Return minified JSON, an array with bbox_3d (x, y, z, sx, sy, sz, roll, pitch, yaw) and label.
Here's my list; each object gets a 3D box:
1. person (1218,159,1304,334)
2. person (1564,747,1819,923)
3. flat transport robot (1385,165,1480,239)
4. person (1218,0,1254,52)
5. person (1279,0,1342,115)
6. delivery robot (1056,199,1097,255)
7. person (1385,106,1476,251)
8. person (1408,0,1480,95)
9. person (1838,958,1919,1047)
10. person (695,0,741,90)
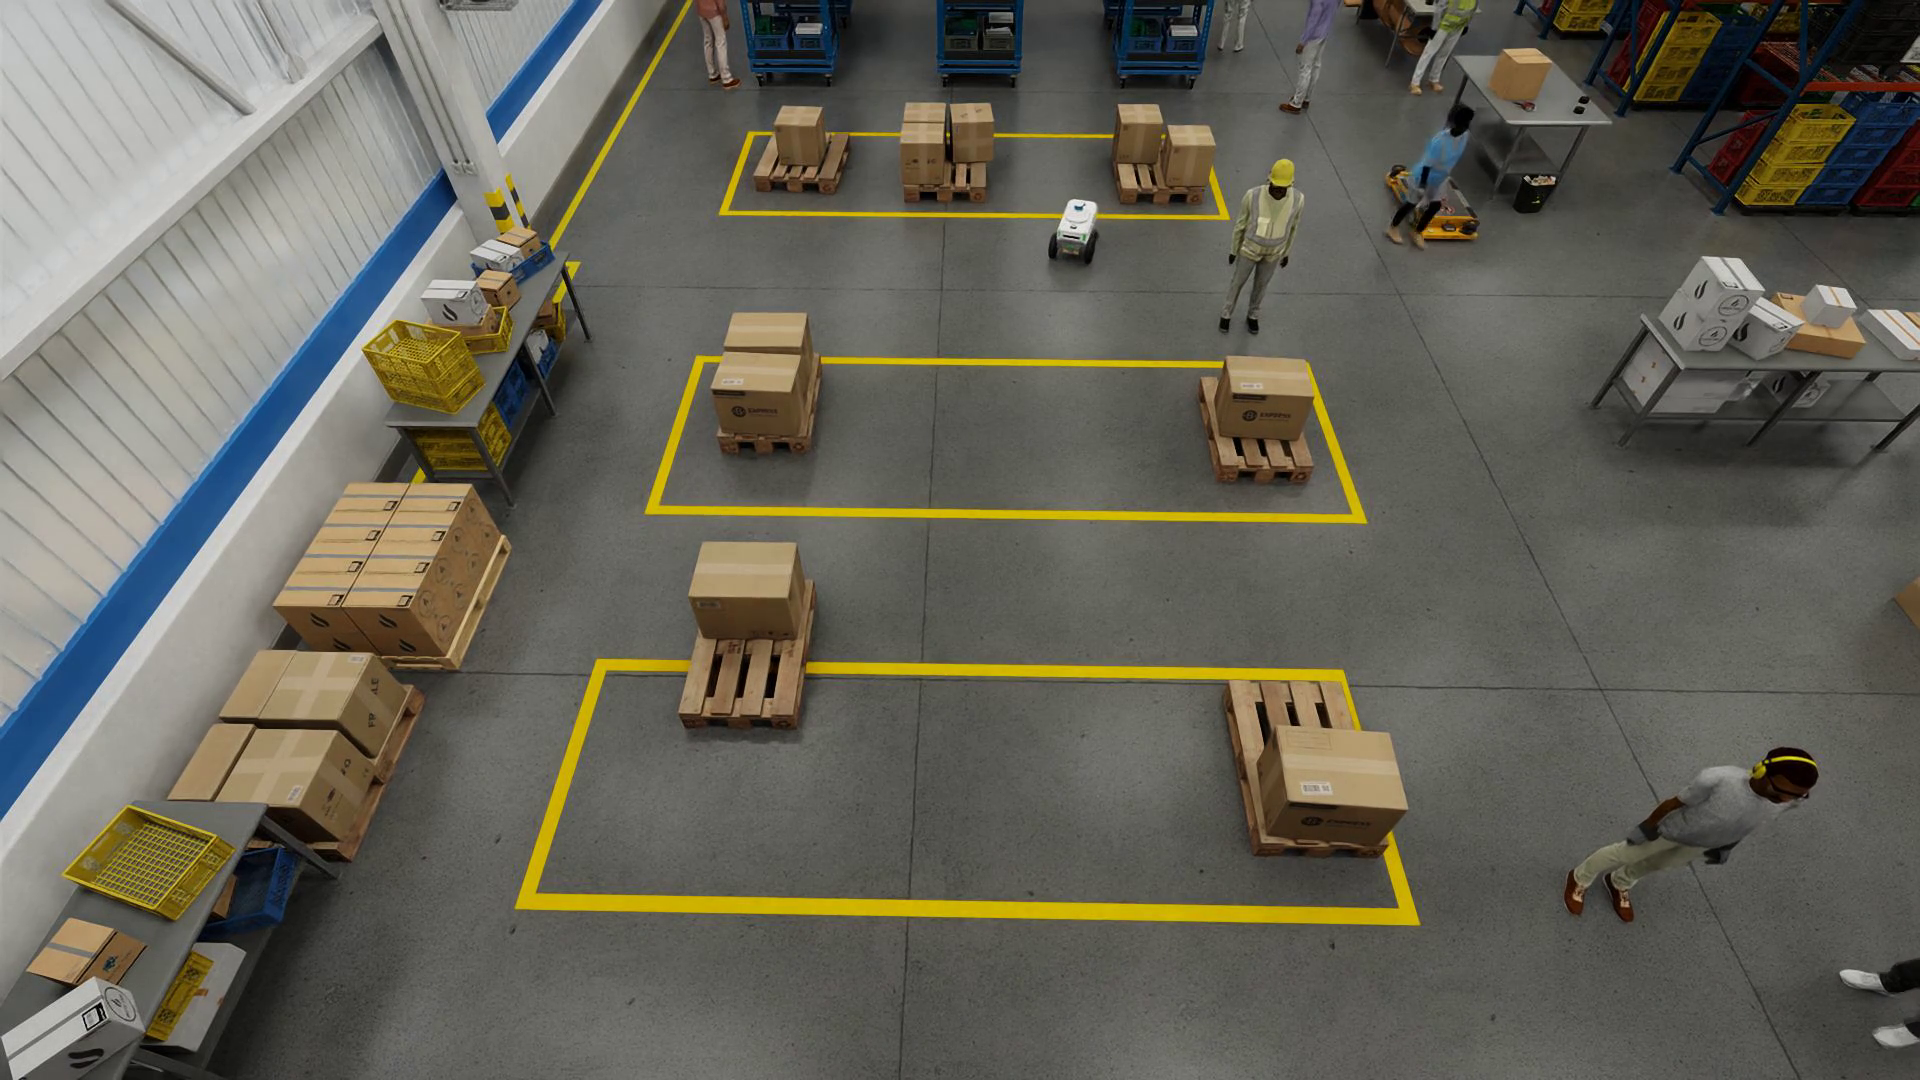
[{"bbox_3d":[2.940,-2.835,8.944,0.601,1.830,0.403,3,49,3],"label":"person"},{"bbox_3d":[4.013,1.638,5.048,0.513,1.871,0.329,9,50,7],"label":"person"},{"bbox_3d":[5.692,-4.094,11.059,0.652,0.197,1.431,1,49,1],"label":"flat transport robot"},{"bbox_3d":[4.195,-8.217,13.732,0.514,1.633,0.311,18,51,15],"label":"person"},{"bbox_3d":[4.736,-6.730,12.245,0.627,1.941,0.371,-36,58,-27],"label":"person"},{"bbox_3d":[1.323,-3.582,10.370,0.477,0.478,0.707,12,50,10],"label":"delivery robot"},{"bbox_3d":[5.145,-3.951,10.014,0.548,1.656,0.620,-19,52,-16],"label":"person"},{"bbox_3d":[6.786,-7.127,12.666,0.645,1.831,0.431,-14,51,-12],"label":"person"},{"bbox_3d":[5.386,2.131,4.592,0.410,1.917,0.613,2,49,2],"label":"person"},{"bbox_3d":[-3.449,-7.389,12.790,0.610,1.985,0.414,31,56,24],"label":"person"}]
